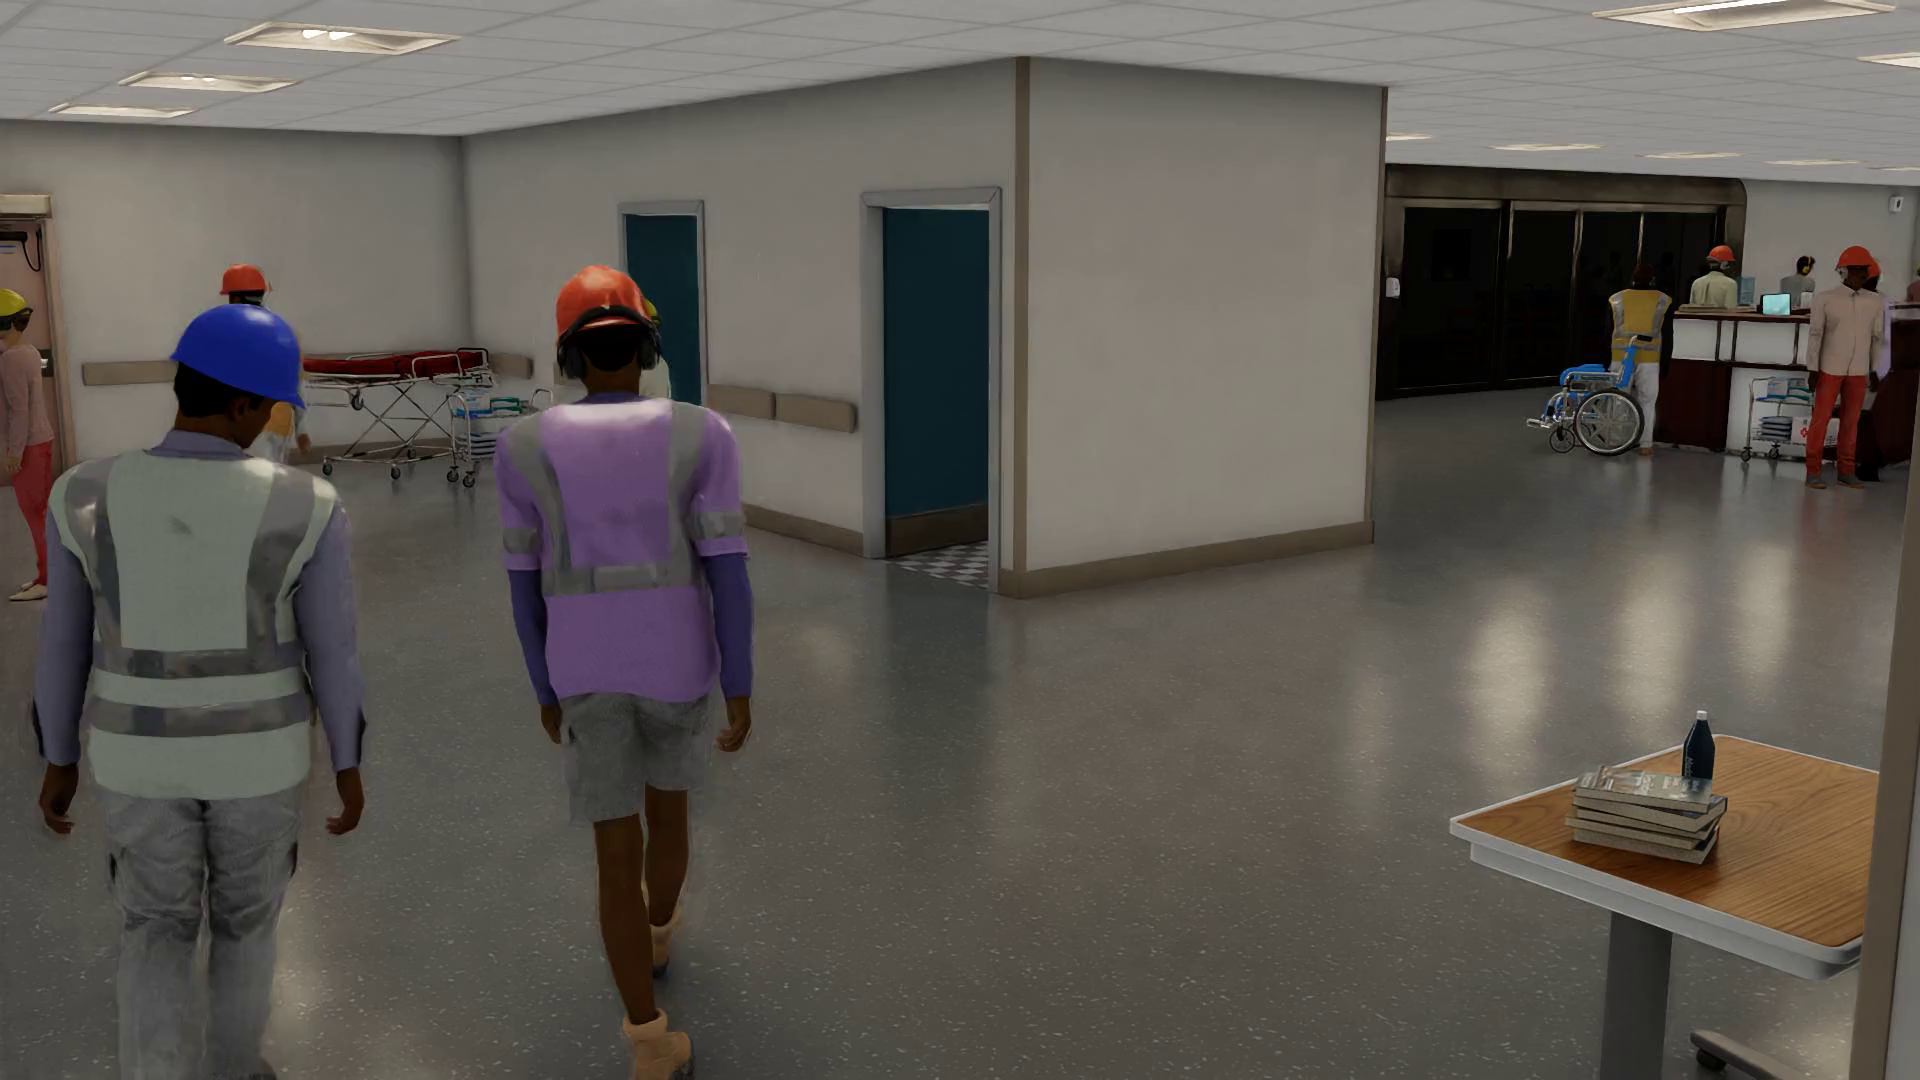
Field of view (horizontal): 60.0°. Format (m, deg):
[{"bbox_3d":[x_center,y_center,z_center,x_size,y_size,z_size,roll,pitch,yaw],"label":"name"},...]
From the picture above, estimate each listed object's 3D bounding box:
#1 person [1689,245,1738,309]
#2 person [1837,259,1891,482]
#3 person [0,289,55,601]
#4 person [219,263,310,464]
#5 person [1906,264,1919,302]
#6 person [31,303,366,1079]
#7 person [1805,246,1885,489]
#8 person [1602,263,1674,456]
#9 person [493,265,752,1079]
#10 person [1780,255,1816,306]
[{"bbox_3d":[8.615,-2.359,19.025,0.395,1.994,0.612,-5,11,-25],"label":"person"},{"bbox_3d":[7.691,-1.440,14.142,0.460,1.900,0.574,7,12,34],"label":"person"},{"bbox_3d":[-5.344,-0.537,9.464,0.326,1.767,0.533,-3,11,-17],"label":"person"},{"bbox_3d":[-4.269,-0.695,9.965,0.947,1.891,0.545,6,12,30],"label":"person"},{"bbox_3d":[15.090,-3.514,26.189,0.589,1.740,0.548,-4,11,-22],"label":"person"},{"bbox_3d":[-1.604,0.456,3.521,0.663,1.899,0.707,-2,10,-10],"label":"person"},{"bbox_3d":[7.296,-1.415,13.730,0.611,1.997,0.375,0,10,-2],"label":"person"},{"bbox_3d":[6.465,-1.718,15.901,0.633,1.835,0.429,4,11,23],"label":"person"},{"bbox_3d":[-0.828,0.311,4.167,0.610,1.958,1.059,-2,10,-10],"label":"person"},{"bbox_3d":[12.000,-3.165,23.958,0.552,1.847,0.415,9,13,40],"label":"person"}]
